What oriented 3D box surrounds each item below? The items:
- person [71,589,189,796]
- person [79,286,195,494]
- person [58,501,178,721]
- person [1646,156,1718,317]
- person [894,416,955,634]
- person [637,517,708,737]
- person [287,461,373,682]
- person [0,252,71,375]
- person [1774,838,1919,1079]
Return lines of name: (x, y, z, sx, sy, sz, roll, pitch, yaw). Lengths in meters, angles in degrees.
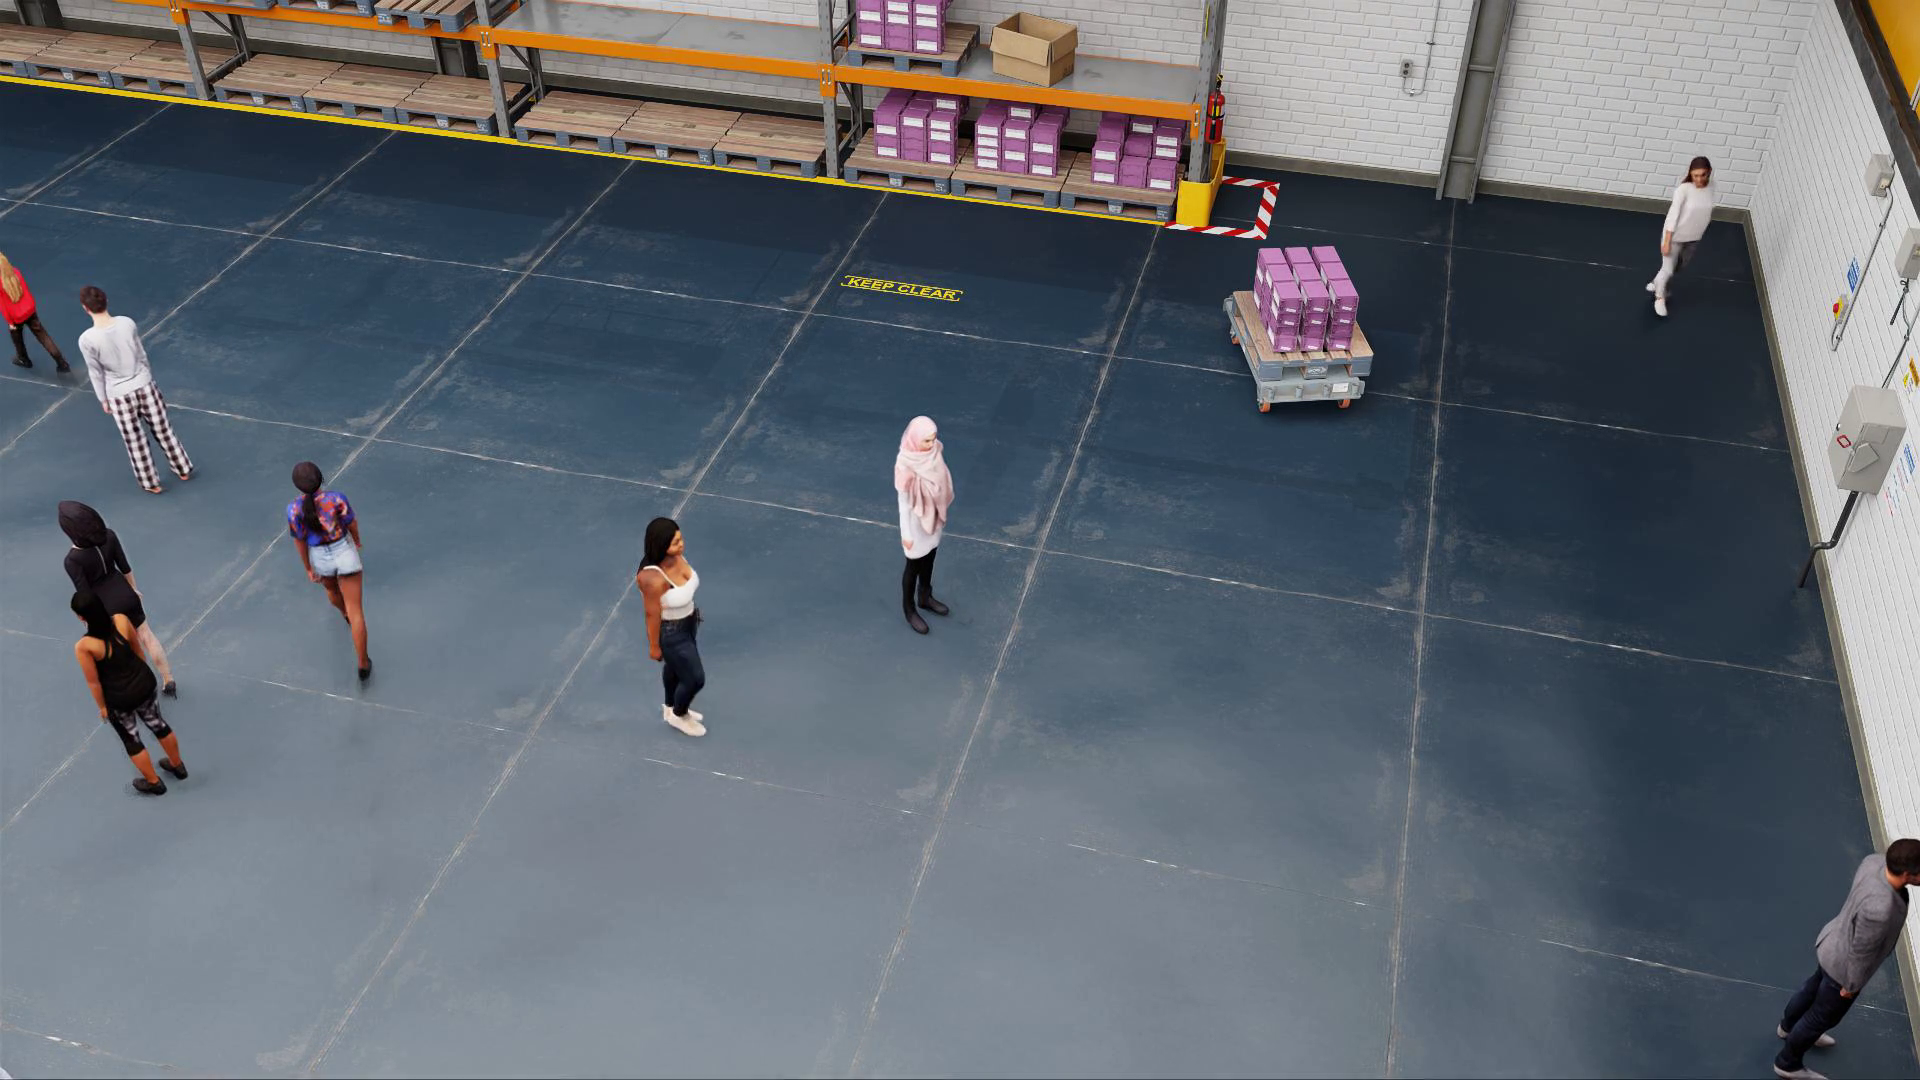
person: (-5.437, 0.983, 10.871, 0.568, 1.658, 0.605, 15, 41, 18)
person: (-6.713, -1.214, 13.477, 0.749, 1.840, 0.732, 30, 47, 32)
person: (-5.779, 0.486, 11.378, 0.530, 1.802, 0.625, 14, 41, 17)
person: (6.833, -2.905, 15.738, 0.852, 1.660, 0.922, -21, 43, -24)
person: (-0.284, -0.138, 12.158, 0.719, 1.804, 0.716, 25, 45, 28)
person: (-2.030, 0.588, 11.256, 0.644, 1.795, 0.675, 7, 39, 9)
person: (-4.417, 0.231, 11.789, 1.174, 1.688, 1.064, -10, 40, -12)
person: (-8.394, -2.008, 14.943, 0.984, 1.252, 0.643, 19, 42, 22)
person: (4.859, 2.270, 9.090, 0.626, 1.870, 0.697, 14, 41, 17)
